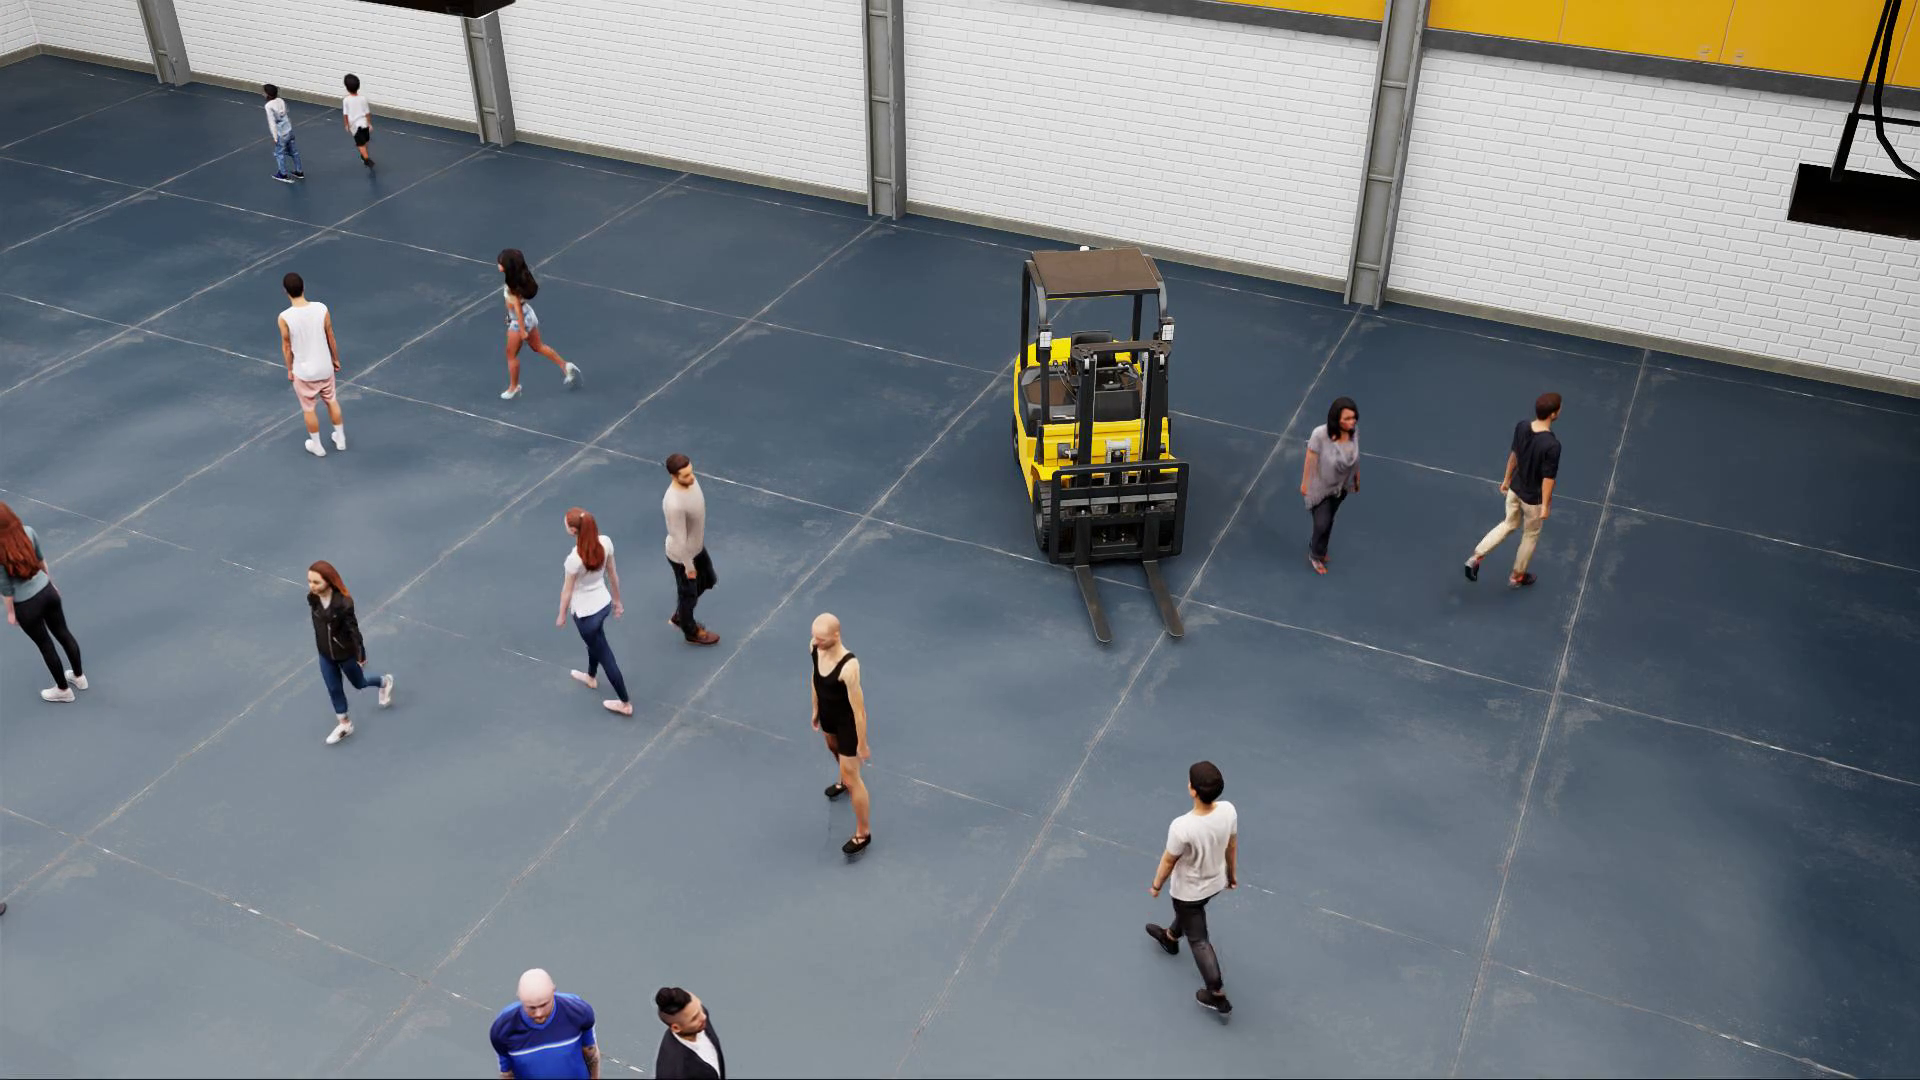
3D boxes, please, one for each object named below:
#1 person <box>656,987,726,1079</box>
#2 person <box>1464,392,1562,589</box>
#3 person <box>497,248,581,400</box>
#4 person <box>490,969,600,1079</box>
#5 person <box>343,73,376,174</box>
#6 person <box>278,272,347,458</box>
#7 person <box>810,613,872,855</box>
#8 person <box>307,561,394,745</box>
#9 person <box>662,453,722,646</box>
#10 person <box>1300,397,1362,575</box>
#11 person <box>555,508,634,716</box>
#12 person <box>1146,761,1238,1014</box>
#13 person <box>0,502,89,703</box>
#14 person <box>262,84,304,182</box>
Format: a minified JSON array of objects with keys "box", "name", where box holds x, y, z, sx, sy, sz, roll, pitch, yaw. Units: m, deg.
[{"box":[-1.357,2.920,8.465,0.730,1.950,0.788,2,34,3],"name":"person"},{"box":[4.539,-0.352,13.485,1.032,1.841,1.009,-15,36,-21],"name":"person"},{"box":[-4.231,-2.130,16.384,1.087,1.593,0.936,-6,34,-8],"name":"person"},{"box":[-2.104,2.874,8.634,0.748,1.839,0.808,-11,35,-16],"name":"person"},{"box":[-7.804,-5.405,21.628,0.745,1.242,0.917,-22,39,-29],"name":"person"},{"box":[-6.015,-1.615,15.441,0.730,1.779,0.723,-26,41,-33],"name":"person"},{"box":[-0.778,1.220,11.178,1.045,1.776,0.909,-23,40,-30],"name":"person"},{"box":[-4.493,0.757,12.156,0.848,1.465,0.667,12,35,17],"name":"person"},{"box":[-2.193,0.084,12.828,0.769,1.842,0.782,2,34,3],"name":"person"},{"box":[3.064,-0.537,13.987,0.824,1.594,0.883,-14,36,-20],"name":"person"},{"box":[-2.612,0.566,12.225,0.925,1.708,0.618,16,37,22],"name":"person"},{"box":[1.465,2.095,9.947,1.014,1.683,1.195,-21,39,-28],"name":"person"},{"box":[-6.880,0.454,12.361,0.543,1.744,0.584,12,36,18],"name":"person"},{"box":[-8.701,-5.234,21.363,0.581,1.252,0.484,15,37,22],"name":"person"}]
